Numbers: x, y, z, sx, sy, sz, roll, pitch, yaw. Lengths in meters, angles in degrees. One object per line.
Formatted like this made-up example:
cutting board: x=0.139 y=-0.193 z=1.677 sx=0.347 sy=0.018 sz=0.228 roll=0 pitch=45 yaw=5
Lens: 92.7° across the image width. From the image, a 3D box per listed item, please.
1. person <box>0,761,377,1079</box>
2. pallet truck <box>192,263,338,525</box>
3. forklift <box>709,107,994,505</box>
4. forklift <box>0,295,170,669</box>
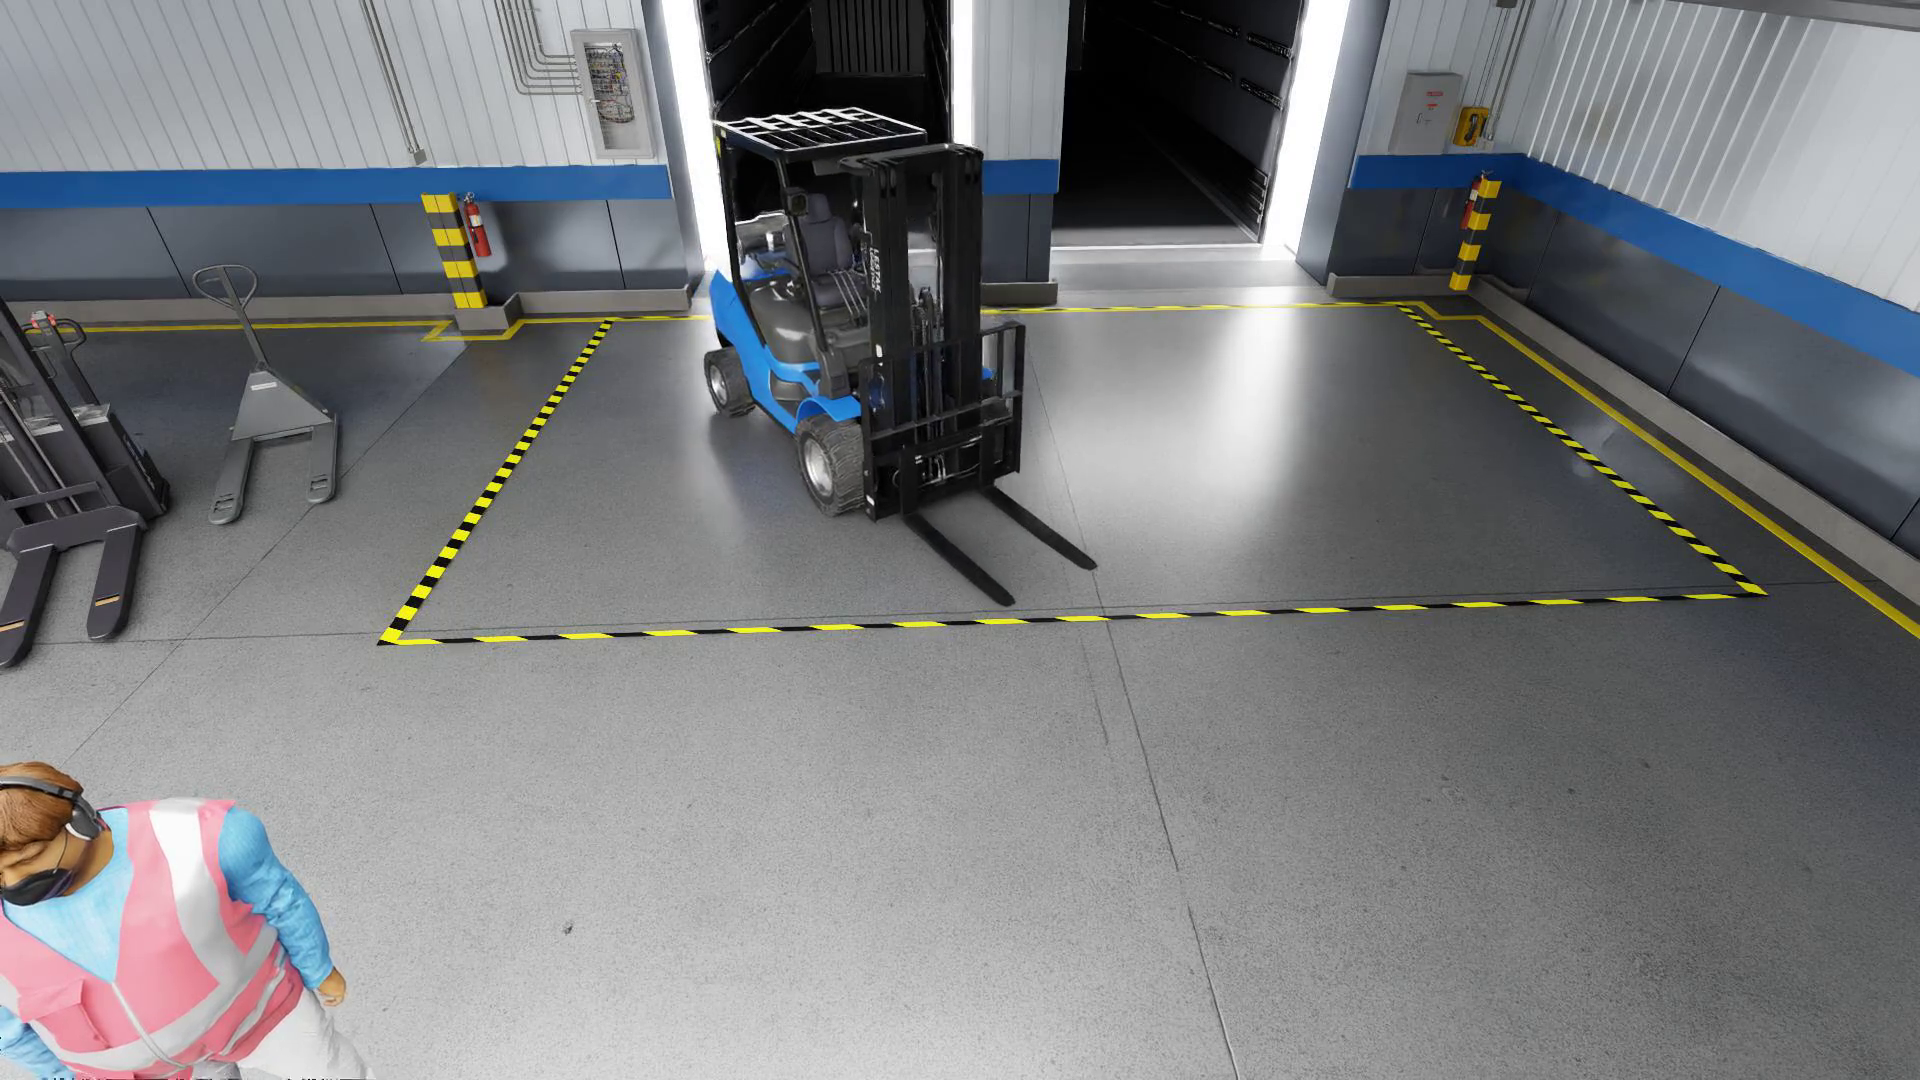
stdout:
person: x=-1.945 y=1.235 z=2.351 sx=0.626 sy=1.842 sz=0.430 roll=-20 pitch=40 yaw=-27
pallet truck: x=-4.778 y=-1.027 z=6.128 sx=0.680 sy=1.201 sz=1.601 roll=-17 pitch=38 yaw=-23
forklift: x=-0.805 y=-1.716 z=6.143 sx=1.157 sy=2.036 sz=2.680 roll=-21 pitch=40 yaw=-27
forklift: x=-5.212 y=-0.618 z=4.878 sx=0.823 sy=1.965 sz=1.885 roll=-20 pitch=39 yaw=-26
